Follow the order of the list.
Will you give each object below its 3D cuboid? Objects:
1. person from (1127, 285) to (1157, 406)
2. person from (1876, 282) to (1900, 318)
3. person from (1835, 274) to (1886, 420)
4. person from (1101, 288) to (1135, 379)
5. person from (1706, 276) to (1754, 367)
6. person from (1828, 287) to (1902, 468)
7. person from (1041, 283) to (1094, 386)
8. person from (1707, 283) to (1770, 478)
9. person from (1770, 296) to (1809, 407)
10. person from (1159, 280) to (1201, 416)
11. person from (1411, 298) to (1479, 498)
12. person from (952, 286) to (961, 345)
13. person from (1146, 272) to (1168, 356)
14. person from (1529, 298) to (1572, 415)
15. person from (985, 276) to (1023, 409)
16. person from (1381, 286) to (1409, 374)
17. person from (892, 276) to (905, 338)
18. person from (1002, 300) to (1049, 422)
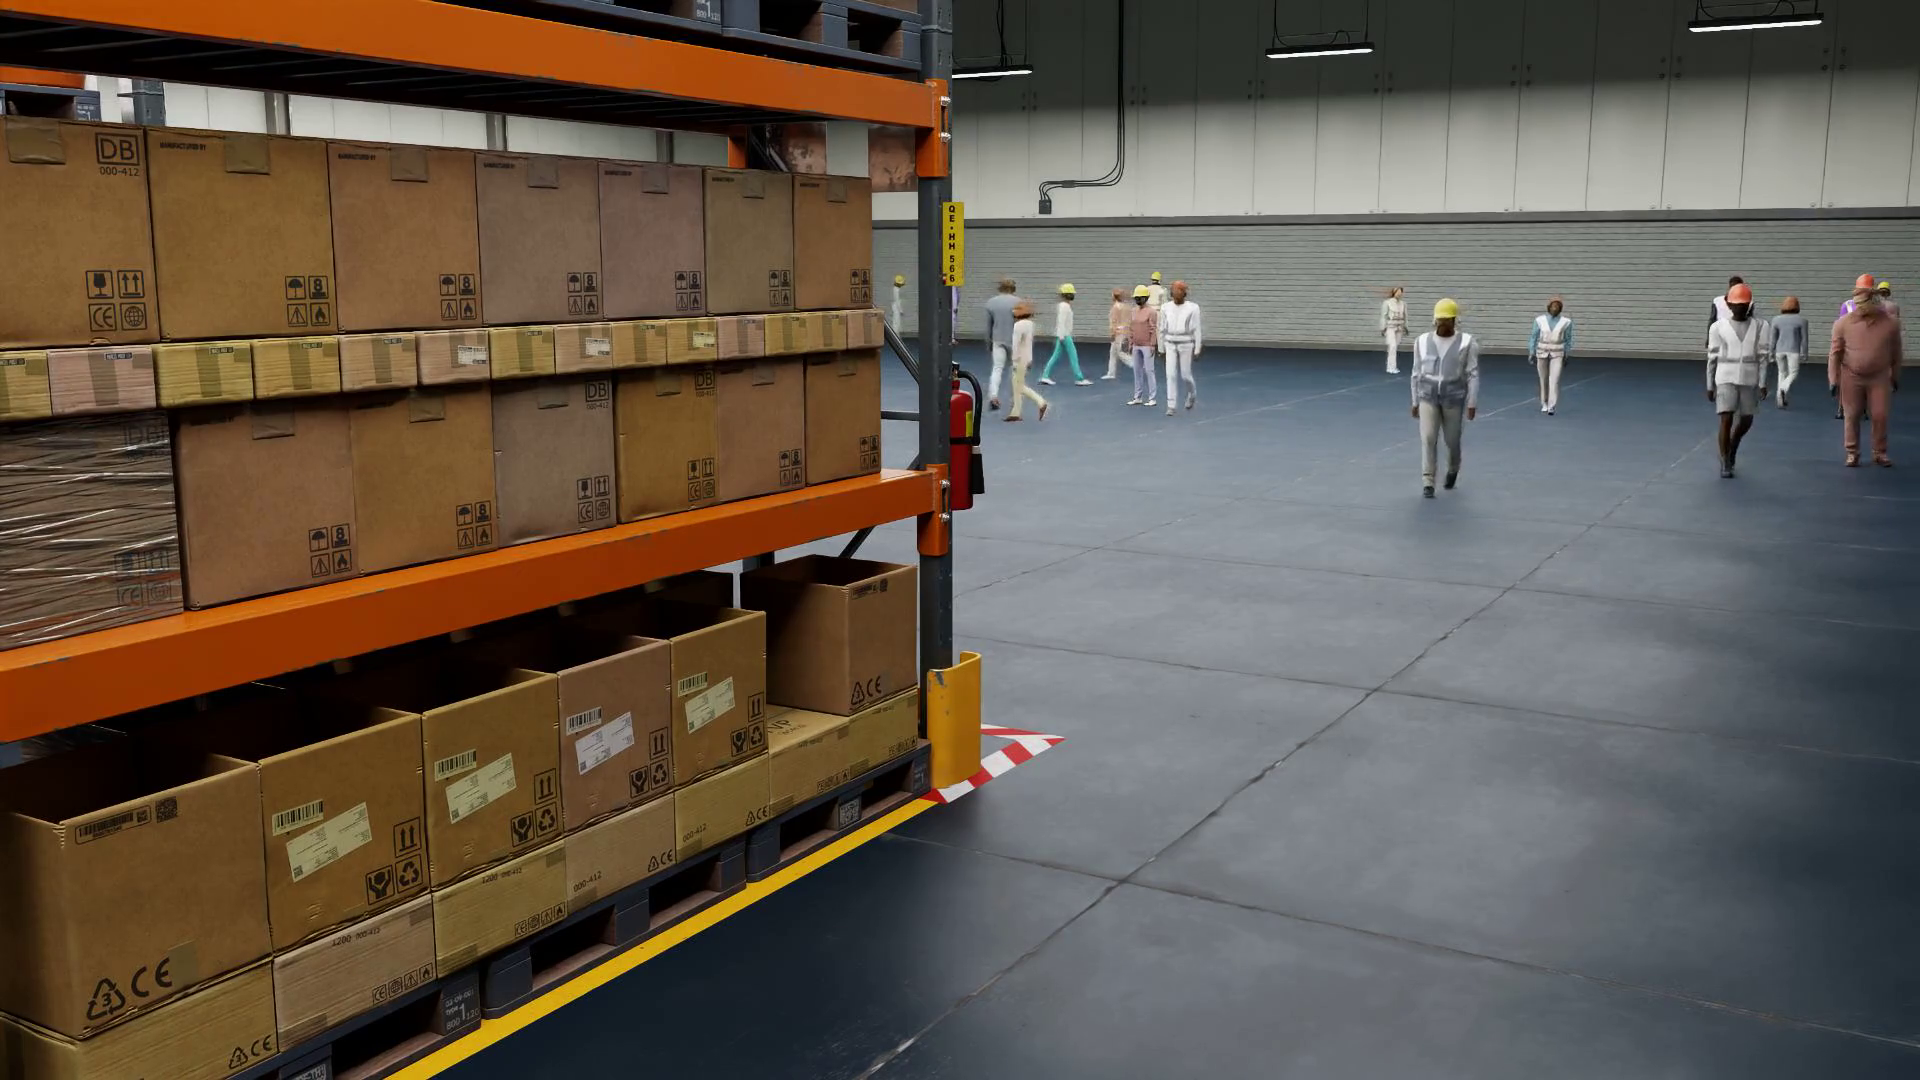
[{"bbox_3d":[2.646,-2.824,24.215,0.349,1.759,0.522,-8,13,-40],"label":"person"},{"bbox_3d":[14.992,-3.323,27.129,0.525,1.761,0.332,4,11,23],"label":"person"},{"bbox_3d":[11.988,-2.563,22.149,0.551,1.935,0.372,4,10,21],"label":"person"},{"bbox_3d":[2.852,-3.633,29.332,0.659,1.624,0.515,3,10,16],"label":"person"},{"bbox_3d":[11.725,-3.074,25.316,0.603,1.888,0.867,7,12,37],"label":"person"},{"bbox_3d":[9.278,-1.663,17.088,0.670,1.867,0.483,4,10,22],"label":"person"},{"bbox_3d":[1.774,-3.451,27.986,0.893,1.720,0.535,1,10,4],"label":"person"},{"bbox_3d":[7.708,-1.591,16.527,0.556,1.916,0.723,2,10,14],"label":"person"},{"bbox_3d":[11.874,-2.699,23.881,0.641,1.612,0.508,-9,13,-42],"label":"person"},{"bbox_3d":[3.050,-2.650,22.898,0.594,1.860,0.738,5,11,25],"label":"person"},{"bbox_3d":[4.433,-1.312,15.217,0.599,1.808,0.812,4,11,23],"label":"person"},{"bbox_3d":[-0.184,-5.728,40.775,0.402,1.904,0.652,-4,10,-21],"label":"person"},{"bbox_3d":[4.275,-4.943,36.387,0.592,1.833,0.404,4,11,24],"label":"person"},{"bbox_3d":[8.163,-2.539,23.005,0.521,1.596,0.852,5,11,25],"label":"person"},{"bbox_3d":[0.643,-2.820,23.801,0.644,1.901,0.997,3,10,16],"label":"person"},{"bbox_3d":[8.073,-3.857,30.625,0.540,1.614,0.674,-5,11,-25],"label":"person"},{"bbox_3d":[-1.543,-5.645,40.909,0.388,1.703,0.608,0,10,-2],"label":"person"},{"bbox_3d":[0.859,-2.333,21.743,0.629,1.610,0.509,4,10,21],"label":"person"}]
